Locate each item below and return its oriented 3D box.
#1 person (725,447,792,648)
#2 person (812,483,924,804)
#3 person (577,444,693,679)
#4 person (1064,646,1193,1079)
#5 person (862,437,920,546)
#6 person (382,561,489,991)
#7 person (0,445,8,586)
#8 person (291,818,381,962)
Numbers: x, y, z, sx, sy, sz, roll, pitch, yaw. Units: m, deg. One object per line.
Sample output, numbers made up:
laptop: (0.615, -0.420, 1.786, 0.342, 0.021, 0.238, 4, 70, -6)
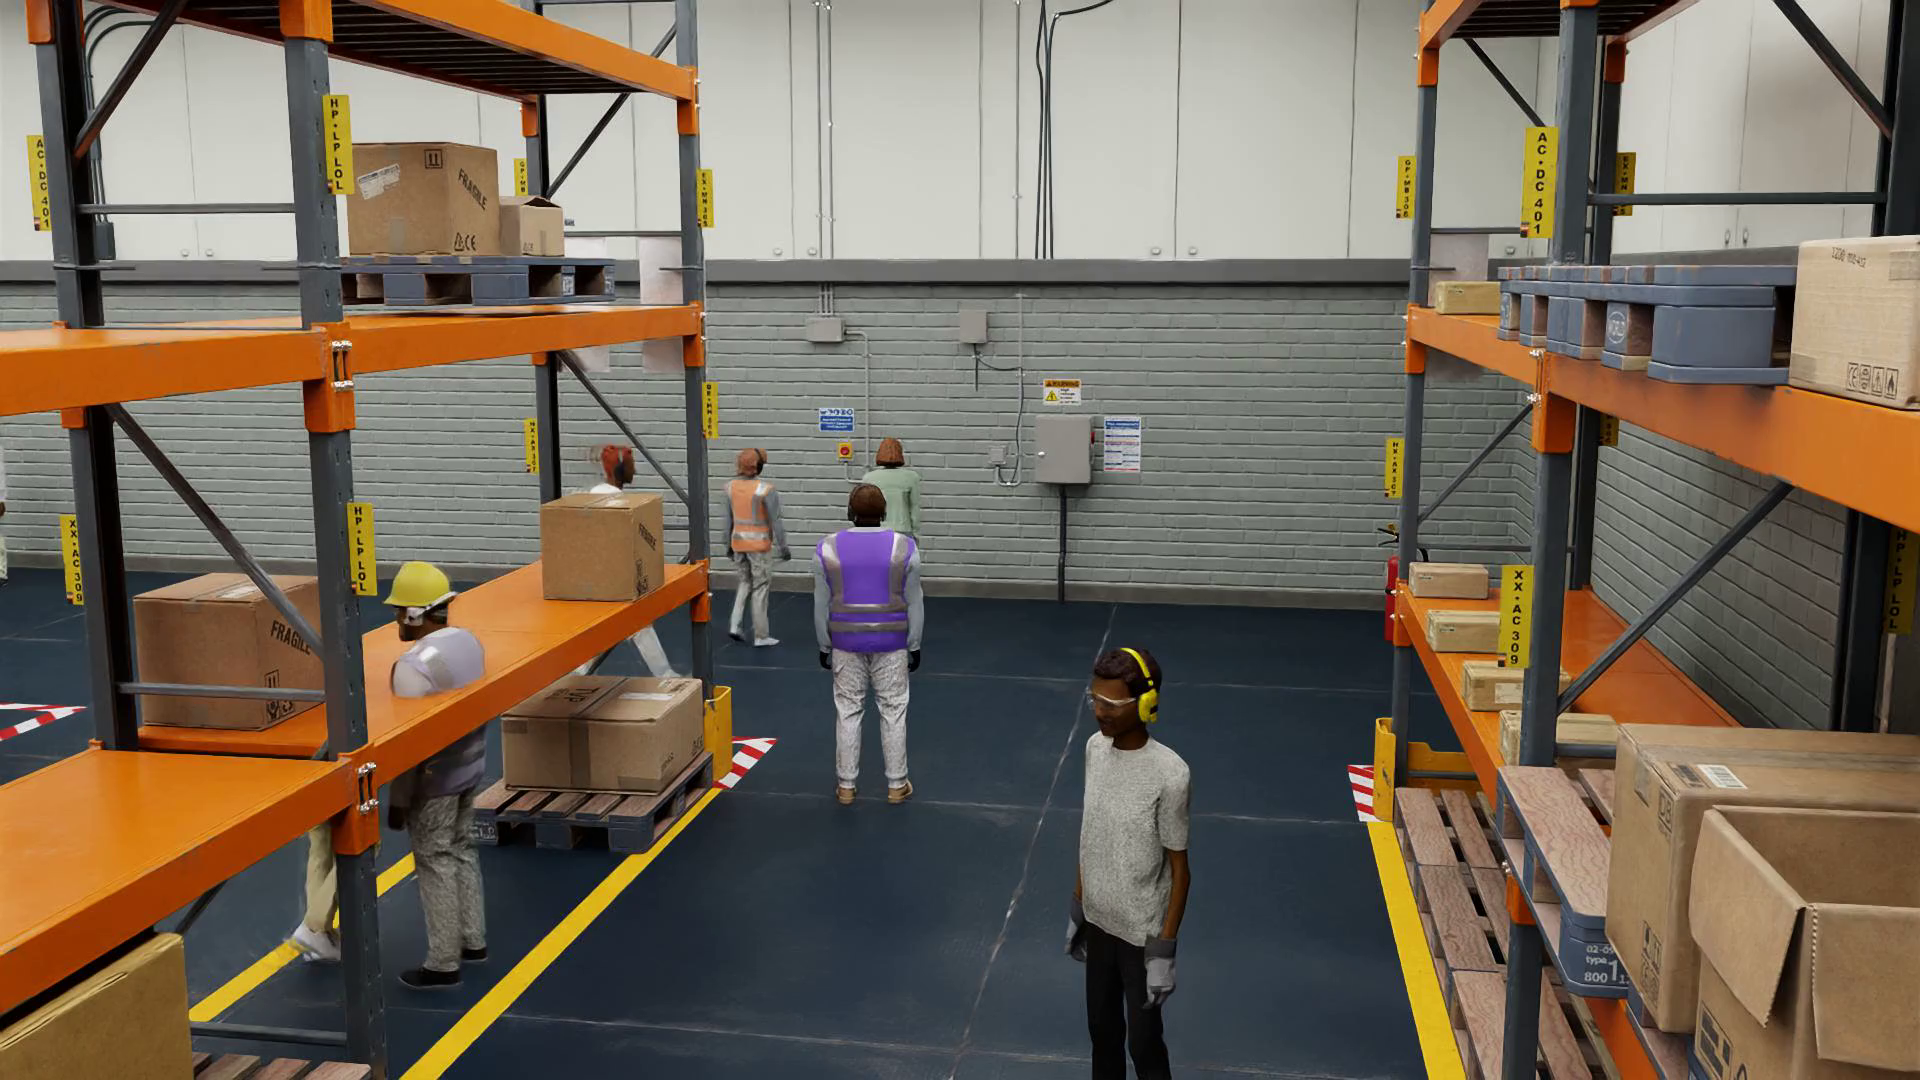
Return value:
person: (-1.645, 0.069, 13.335, 0.538, 1.632, 0.367, 7, 11, 36)
person: (-0.512, 0.592, 9.462, 0.626, 1.843, 0.429, 0, 9, 1)
person: (-2.290, 0.253, 11.555, 0.942, 1.843, 0.580, -7, 11, -37)
person: (0.512, 1.250, 5.322, 0.328, 1.870, 0.510, -6, 11, -35)
person: (-0.583, -0.050, 14.051, 0.501, 1.633, 0.284, -2, 9, -10)
person: (-2.222, 0.994, 7.050, 0.404, 1.825, 0.597, 2, 9, 10)
person: (-9.396, -0.404, 15.891, 0.579, 1.744, 0.352, 2, 9, 10)
person: (-2.743, 1.056, 7.300, 0.353, 1.614, 0.496, -8, 12, -39)
